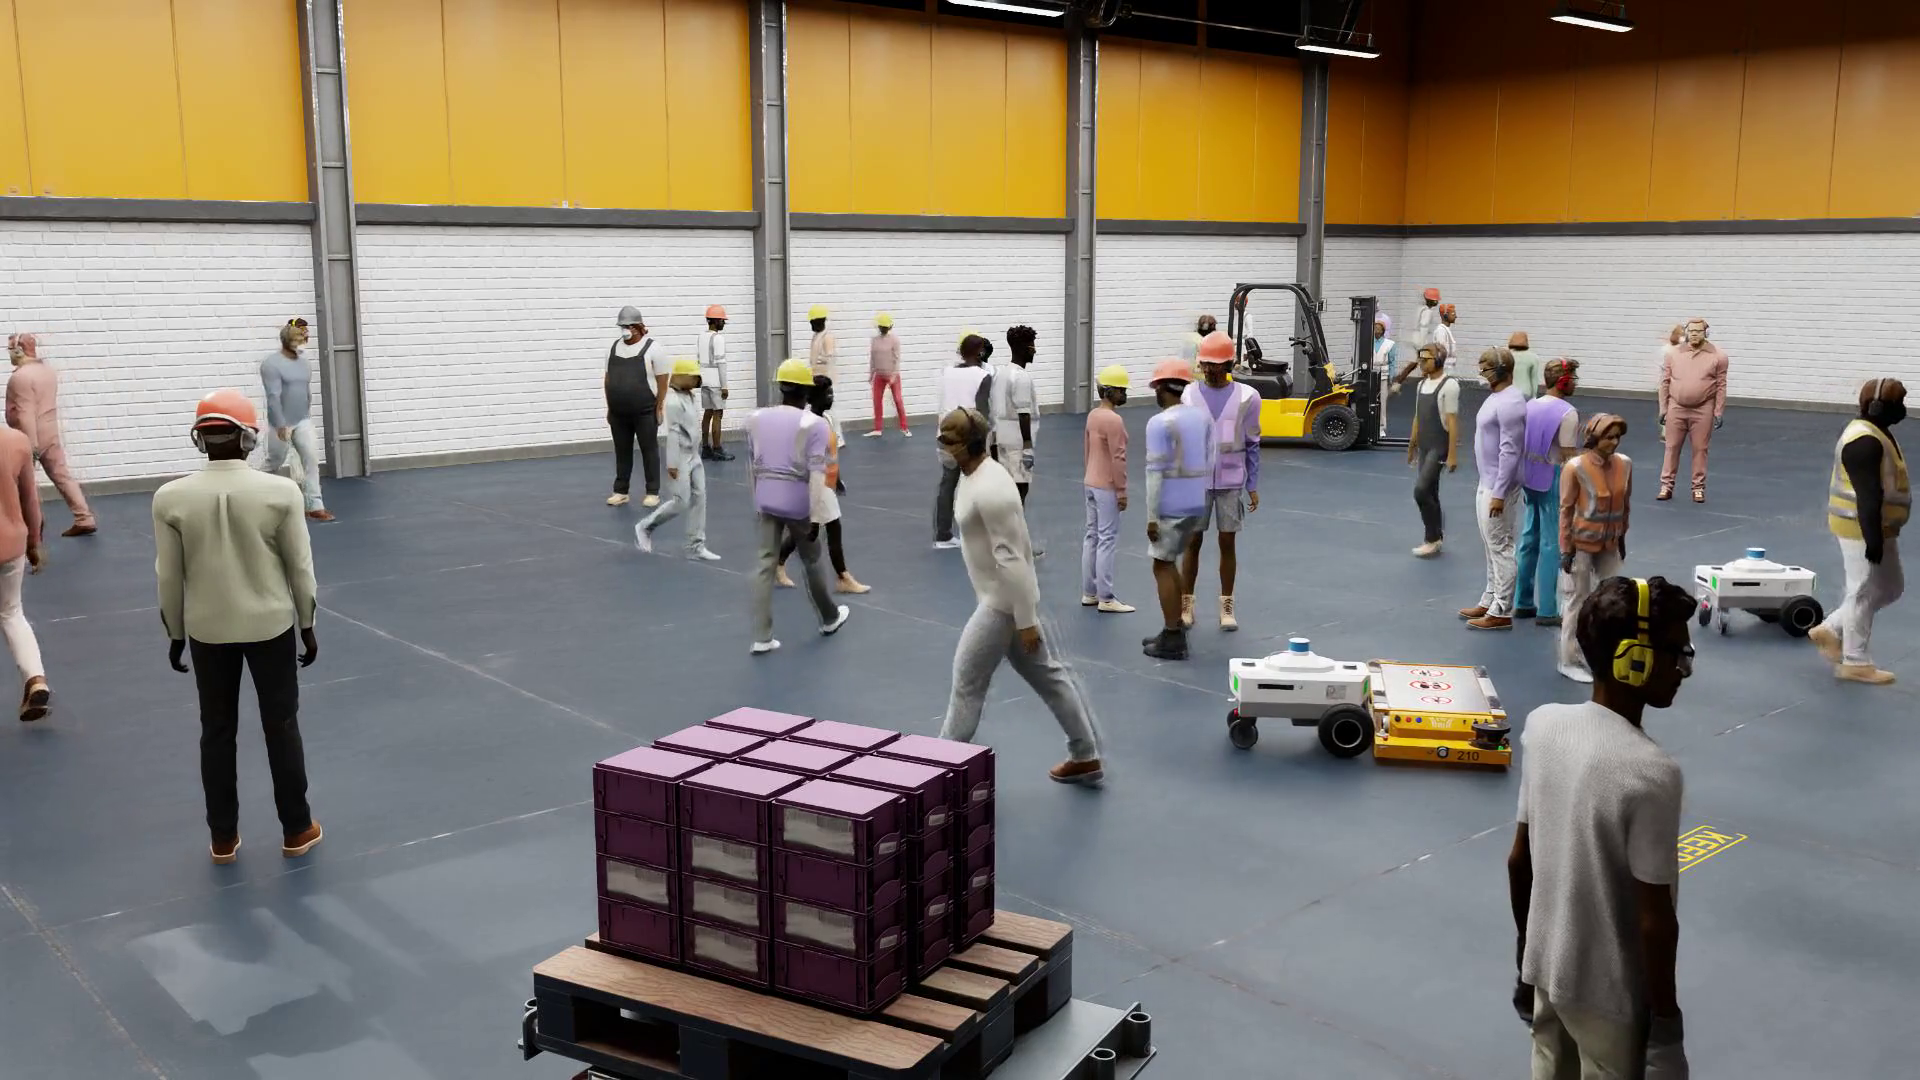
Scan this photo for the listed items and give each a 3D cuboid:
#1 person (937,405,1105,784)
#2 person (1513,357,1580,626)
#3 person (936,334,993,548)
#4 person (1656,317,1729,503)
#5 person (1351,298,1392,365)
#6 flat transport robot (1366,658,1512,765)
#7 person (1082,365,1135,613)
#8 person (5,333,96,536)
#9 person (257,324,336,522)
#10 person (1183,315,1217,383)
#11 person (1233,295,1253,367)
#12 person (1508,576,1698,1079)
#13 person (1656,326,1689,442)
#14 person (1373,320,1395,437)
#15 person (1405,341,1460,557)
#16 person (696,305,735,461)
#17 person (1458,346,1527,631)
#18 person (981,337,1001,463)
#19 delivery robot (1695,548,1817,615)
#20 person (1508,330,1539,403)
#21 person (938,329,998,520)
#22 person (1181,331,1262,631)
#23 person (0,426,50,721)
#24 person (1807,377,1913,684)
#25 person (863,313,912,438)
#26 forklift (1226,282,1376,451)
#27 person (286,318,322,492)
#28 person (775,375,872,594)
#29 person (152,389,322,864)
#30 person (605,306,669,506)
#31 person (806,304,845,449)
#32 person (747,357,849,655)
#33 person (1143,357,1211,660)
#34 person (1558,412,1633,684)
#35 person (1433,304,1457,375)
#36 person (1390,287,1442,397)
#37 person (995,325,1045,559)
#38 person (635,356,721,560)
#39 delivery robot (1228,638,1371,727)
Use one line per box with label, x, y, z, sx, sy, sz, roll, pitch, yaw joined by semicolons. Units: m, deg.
person;0.180;0.303;7.737;1.106;1.864;0.686;0;10;-3
person;4.038;-0.333;11.458;0.372;1.843;0.571;-3;10;-15
person;0.071;-0.878;14.662;0.603;1.838;1.014;7;12;37
person;7.542;-1.338;17.166;0.639;1.911;0.402;5;11;29
person;6.573;-2.971;26.728;0.653;1.906;0.408;8;12;38
flat transport robot;2.528;0.891;8.899;0.652;0.197;1.431;2;10;11
person;1.062;-0.366;11.901;0.329;1.763;0.523;-3;10;-18
person;-8.319;-0.927;14.926;1.015;1.853;0.666;0;10;-3
person;-6.490;-1.125;15.972;0.993;1.900;0.636;5;11;25
person;3.045;-1.983;21.356;0.931;1.808;0.647;6;12;33
person;4.745;-3.214;28.213;0.351;1.884;0.582;-4;10;-21
person;1.395;0.996;3.632;0.333;1.864;0.520;-3;10;-15
person;9.638;-2.058;22.268;0.513;1.592;0.820;-1;10;-5
person;5.835;-2.263;23.358;0.513;1.641;0.307;3;10;15
person;3.916;-0.748;13.938;0.497;1.825;0.535;-3;10;-15
person;-3.037;-1.952;20.678;0.369;1.933;0.551;-8;12;-39
person;3.641;-0.349;11.297;0.371;1.935;0.627;2;10;10
person;0.227;-1.256;17.299;0.535;1.697;0.318;4;10;20
delivery robot;5.384;0.297;11.272;0.707;0.478;0.477;0;10;3
person;6.952;-1.808;20.758;0.504;1.622;0.379;3;10;15
person;0.086;-1.100;15.983;0.591;1.834;0.404;0;10;-3
person;1.715;-0.388;11.226;0.613;2.033;0.398;1;10;8
person;-5.172;0.052;8.860;0.654;1.965;0.648;6;12;33
person;5.411;-0.054;9.897;0.441;1.828;0.628;8;12;38
person;-1.020;-2.286;23.209;0.765;1.739;0.415;6;12;33
forklift;4.328;-2.346;22.227;2.313;2.155;1.214;3;10;16
person;-7.111;-1.452;17.940;0.312;1.869;0.535;-2;10;-13
person;-1.115;-0.422;12.527;0.841;1.662;0.533;1;10;6
person;-3.006;0.365;6.965;0.611;1.985;0.393;-2;10;-14
person;-3.317;-1.354;16.865;0.684;2.000;0.536;3;10;16
person;-1.793;-2.119;21.756;0.484;1.937;0.620;-5;11;-26
person;-1.086;-0.239;10.822;0.611;1.878;0.973;4;10;21
person;1.382;-0.211;10.631;0.532;1.886;0.589;9;13;43
person;3.754;0.046;9.885;0.566;1.619;0.382;-4;11;-23
person;6.672;-2.314;22.947;0.355;1.884;0.574;3;10;17
person;8.129;-3.496;29.599;0.866;2.002;0.648;1;10;7
person;0.492;-0.824;13.981;0.362;1.965;0.611;-3;10;-16
person;-2.357;-0.676;13.840;0.644;1.725;0.488;3;10;15
delivery robot;1.749;0.751;8.612;0.707;0.478;0.477;1;10;7
